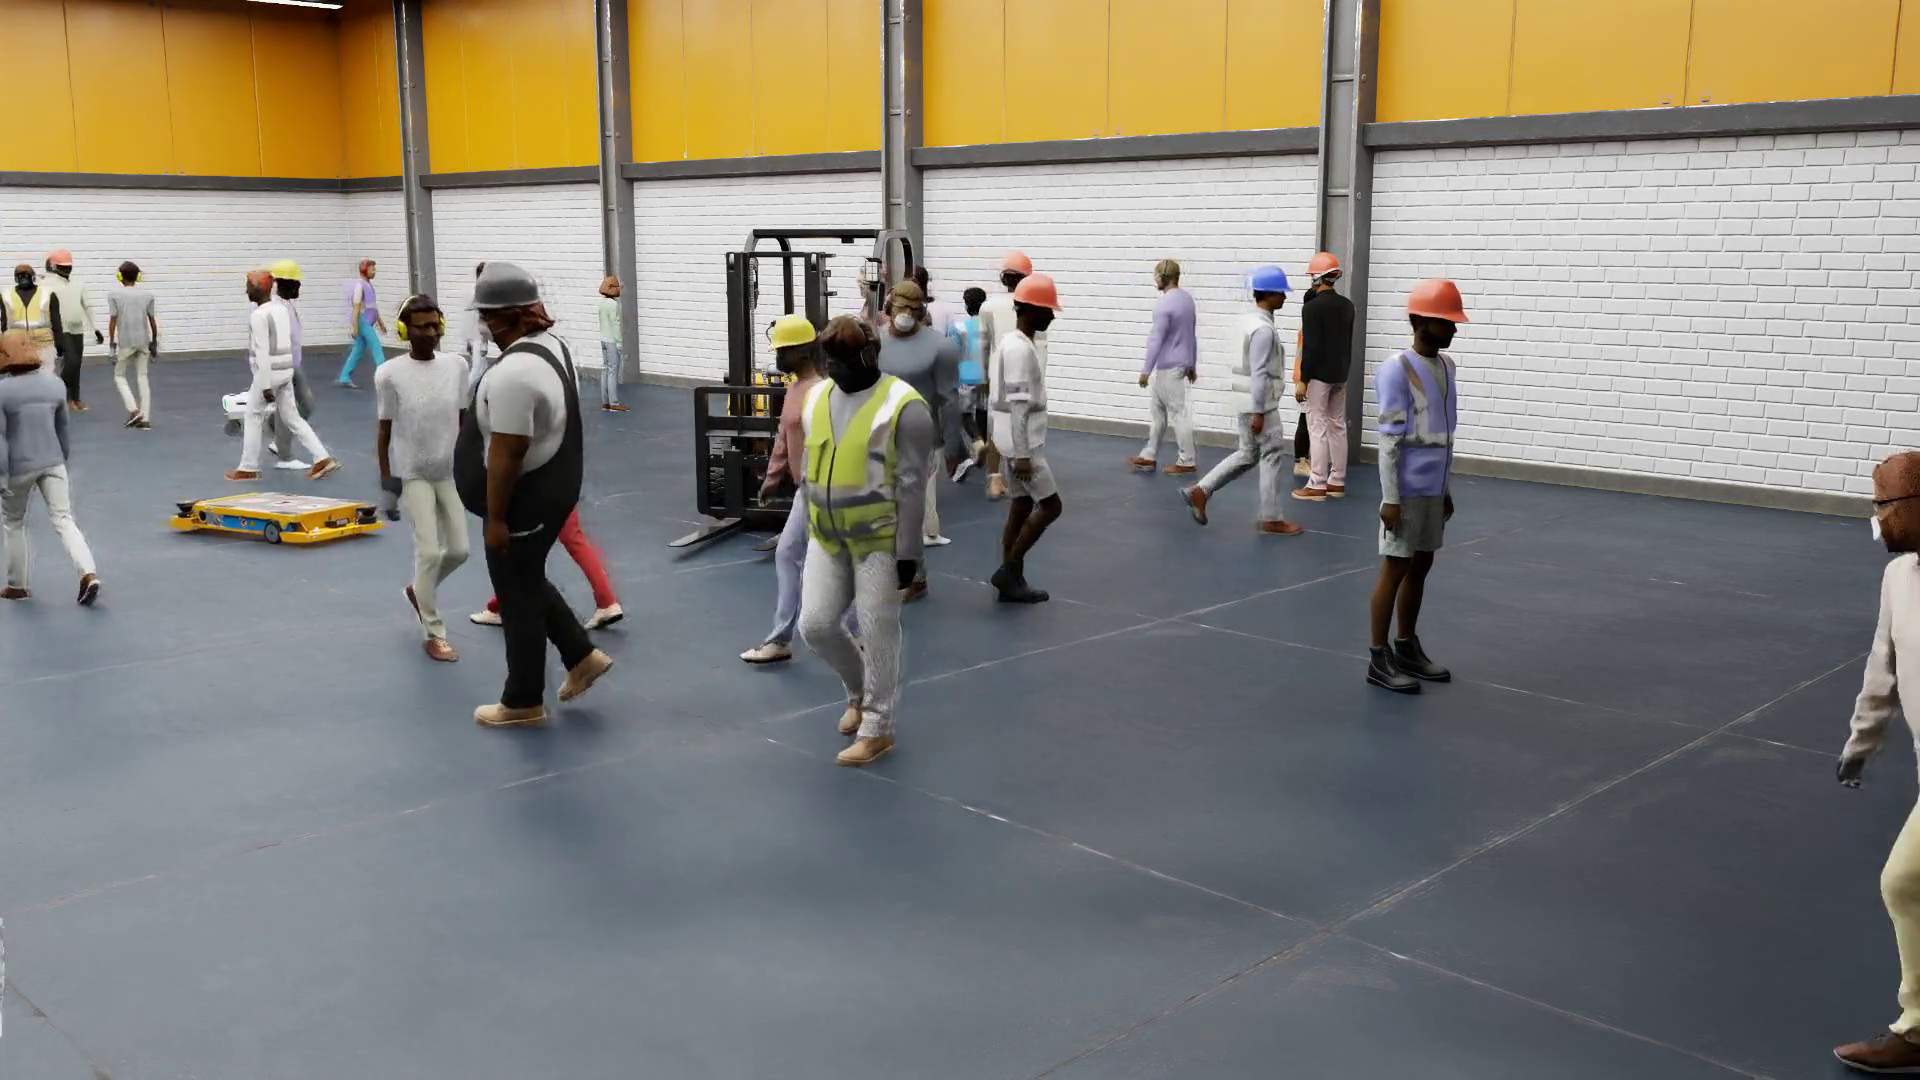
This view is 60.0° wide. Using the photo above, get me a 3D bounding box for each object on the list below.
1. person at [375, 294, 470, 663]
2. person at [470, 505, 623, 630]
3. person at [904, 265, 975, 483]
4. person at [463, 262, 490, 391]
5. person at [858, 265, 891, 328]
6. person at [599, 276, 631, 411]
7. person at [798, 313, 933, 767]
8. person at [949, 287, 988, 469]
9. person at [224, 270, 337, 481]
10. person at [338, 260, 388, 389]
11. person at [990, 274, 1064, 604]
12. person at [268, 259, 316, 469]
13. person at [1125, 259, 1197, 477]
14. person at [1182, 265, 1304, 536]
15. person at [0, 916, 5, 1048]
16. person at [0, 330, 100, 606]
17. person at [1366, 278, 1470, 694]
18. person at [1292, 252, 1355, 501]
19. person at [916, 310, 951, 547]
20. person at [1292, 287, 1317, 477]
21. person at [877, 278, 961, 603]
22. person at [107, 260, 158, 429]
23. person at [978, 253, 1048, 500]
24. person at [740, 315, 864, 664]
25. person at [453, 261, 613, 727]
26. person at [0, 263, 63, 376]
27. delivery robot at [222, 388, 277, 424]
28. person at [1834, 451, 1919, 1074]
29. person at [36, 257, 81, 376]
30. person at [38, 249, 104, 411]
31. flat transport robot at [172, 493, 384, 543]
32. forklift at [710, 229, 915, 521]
[{"bbox_3d":[-2.716,-0.325,8.448,0.591,1.850,0.535,10,14,44],"label":"person"},{"bbox_3d":[-2.236,-0.355,8.961,0.910,1.723,0.547,5,11,25],"label":"person"},{"bbox_3d":[-0.267,-1.428,14.361,0.919,1.883,0.620,9,14,41],"label":"person"},{"bbox_3d":[-5.741,-2.355,19.590,0.781,1.833,0.565,-10,14,-43],"label":"person"},{"bbox_3d":[-0.853,-1.521,14.908,0.916,1.860,0.684,-3,11,-18],"label":"person"},{"bbox_3d":[-4.235,-2.387,20.267,0.279,1.634,0.499,-7,12,-32],"label":"person"},{"bbox_3d":[-0.402,0.003,6.728,0.626,1.828,0.430,6,12,32],"label":"person"},{"bbox_3d":[0.169,-1.445,15.005,0.541,1.676,0.603,-4,11,-21],"label":"person"},{"bbox_3d":[-5.918,-1.413,14.399,0.934,1.847,0.574,1,10,7],"label":"person"},{"bbox_3d":[-8.244,-2.980,23.077,0.963,1.802,0.570,-2,11,-9],"label":"person"},{"bbox_3d":[0.385,-0.548,9.505,0.435,1.911,0.641,0,10,1],"label":"person"},{"bbox_3d":[-6.110,-1.584,15.139,0.414,1.913,0.605,-2,11,-9],"label":"person"},{"bbox_3d":[1.757,-1.521,14.758,0.864,1.912,0.642,6,12,29],"label":"person"},{"bbox_3d":[2.033,-0.981,11.803,0.778,1.929,0.606,0,10,-2],"label":"person"},{"bbox_3d":[-1.678,0.815,2.356,0.822,1.810,0.606,8,13,39],"label":"person"},{"bbox_3d":[-5.318,-0.412,9.596,0.788,1.602,0.500,7,13,34],"label":"person"},{"bbox_3d":[2.172,-0.253,7.813,0.551,1.932,0.378,-10,14,-43],"label":"person"},{"bbox_3d":[2.926,-1.315,13.441,0.616,1.993,0.395,-9,14,-40],"label":"person"},{"bbox_3d":[-0.298,-0.768,11.414,0.517,1.645,0.308,7,12,32],"label":"person"},{"bbox_3d":[3.117,-1.402,14.750,0.319,1.690,0.534,4,11,21],"label":"person"},{"bbox_3d":[-0.376,-0.506,9.299,0.671,1.882,1.025,5,11,25],"label":"person"},{"bbox_3d":[-9.105,-2.133,18.287,0.422,1.853,0.552,10,14,43],"label":"person"},{"bbox_3d":[0.442,-1.348,13.645,0.629,1.986,1.040,4,11,21],"label":"person"},{"bbox_3d":[-0.832,-0.249,8.330,0.790,1.733,0.517,-3,11,-15],"label":"person"},{"bbox_3d":[-1.908,-0.190,7.181,0.541,2.000,0.702,1,10,3],"label":"person"},{"bbox_3d":[-10.765,-2.302,19.320,0.631,1.819,0.804,-4,11,-22],"label":"person"},{"bbox_3d":[-7.548,-1.459,17.900,0.707,0.478,0.477,-4,11,-19],"label":"delivery robot"},{"bbox_3d":[2.502,0.574,4.228,0.603,1.583,0.525,1,10,7],"label":"person"},{"bbox_3d":[-13.788,-3.397,25.351,0.533,1.834,0.674,-1,10,-3],"label":"person"},{"bbox_3d":[-10.778,-2.529,20.139,0.486,1.970,0.634,4,11,21],"label":"person"},{"bbox_3d":[-4.898,-0.175,11.927,1.431,0.197,0.652,6,12,28],"label":"flat transport robot"},{"bbox_3d":[-1.050,-1.319,12.920,1.214,2.155,2.313,2,11,13],"label":"forklift"}]
